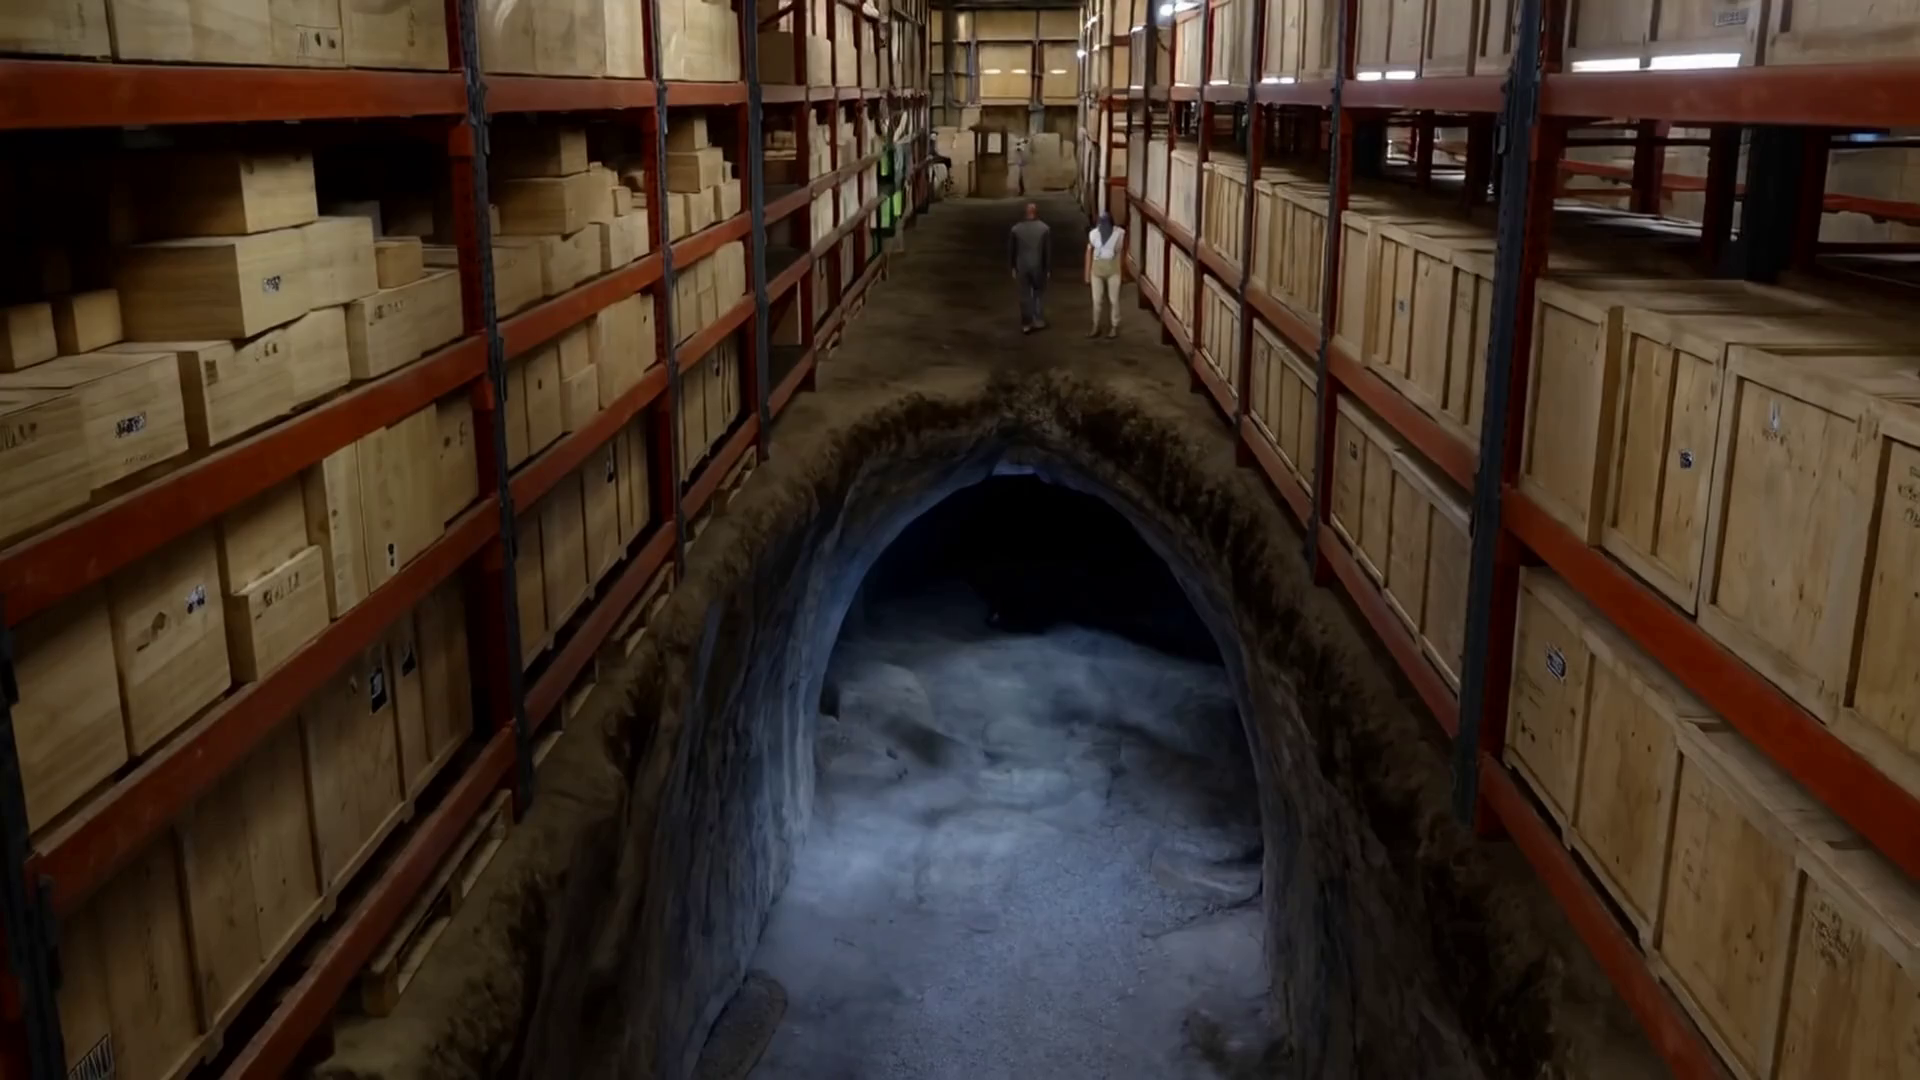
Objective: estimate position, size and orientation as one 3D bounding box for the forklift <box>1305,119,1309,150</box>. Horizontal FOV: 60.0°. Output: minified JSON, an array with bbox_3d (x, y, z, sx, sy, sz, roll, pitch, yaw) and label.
[{"bbox_3d":[9.015,-9.599,43.506,1.873,2.768,1.129,0,15,2],"label":"forklift"}]

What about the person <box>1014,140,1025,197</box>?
[{"bbox_3d":[1.937,-12.742,57.018,0.652,1.918,0.567,-1,15,-2],"label":"person"}]

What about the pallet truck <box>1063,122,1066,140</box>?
[{"bbox_3d":[5.788,-21.111,88.014,1.885,1.965,0.823,5,16,18],"label":"pallet truck"}]

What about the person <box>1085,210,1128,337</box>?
[{"bbox_3d":[2.117,-3.868,24.181,0.618,1.836,0.430,5,16,18],"label":"person"}]

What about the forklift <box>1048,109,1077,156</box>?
[{"bbox_3d":[4.117,-17.046,71.215,1.873,2.768,1.129,-7,16,-23],"label":"forklift"}]

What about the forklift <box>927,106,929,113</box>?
[{"bbox_3d":[-2.024,-20.456,83.901,1.129,2.768,1.873,0,15,2],"label":"forklift"}]

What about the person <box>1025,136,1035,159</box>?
[{"bbox_3d":[2.566,-14.279,62.751,0.729,1.908,0.642,-7,17,-26],"label":"person"}]

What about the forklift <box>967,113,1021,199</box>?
[{"bbox_3d":[1.179,-12.906,55.810,1.129,2.768,1.873,8,17,29],"label":"forklift"}]

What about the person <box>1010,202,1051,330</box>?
[{"bbox_3d":[1.067,-4.116,24.986,0.650,1.888,0.585,3,15,10],"label":"person"}]

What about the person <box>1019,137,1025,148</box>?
[{"bbox_3d":[2.375,-14.478,63.630,0.429,1.845,0.621,-5,16,-19],"label":"person"}]
